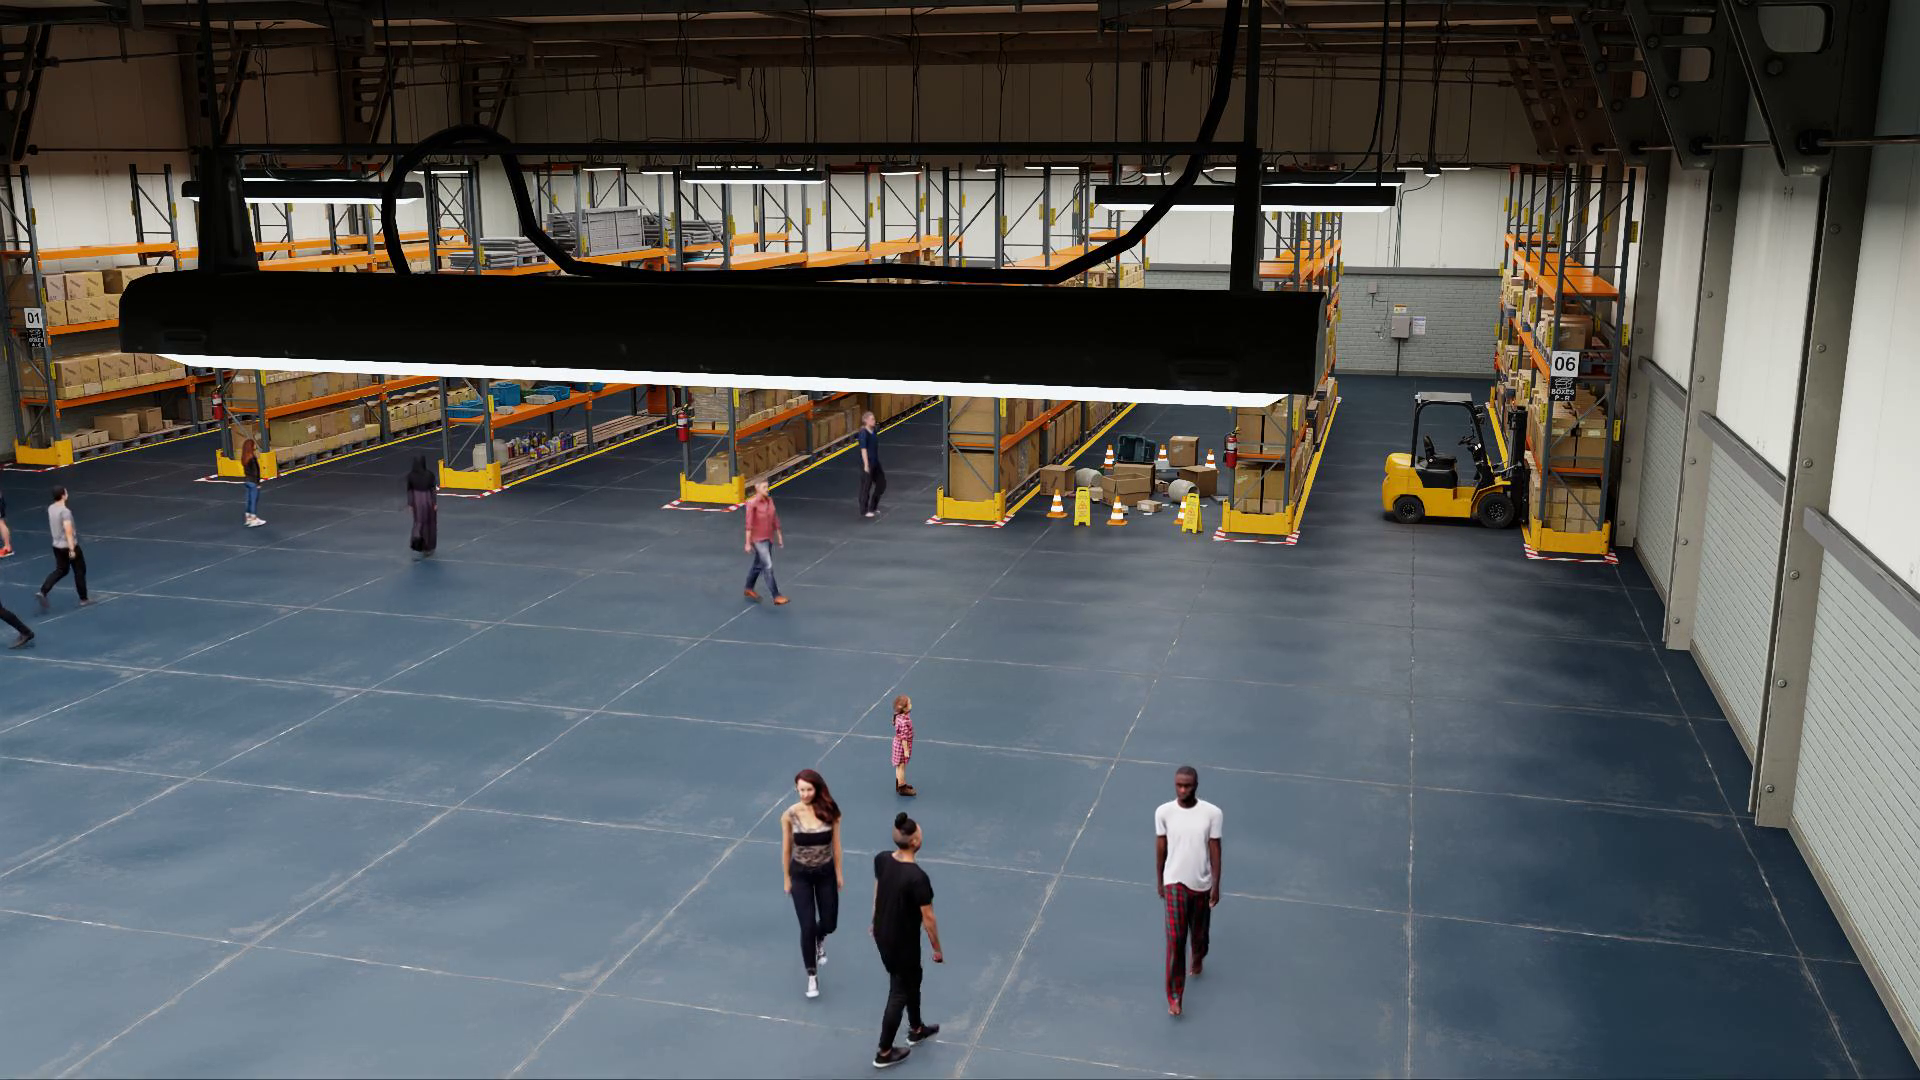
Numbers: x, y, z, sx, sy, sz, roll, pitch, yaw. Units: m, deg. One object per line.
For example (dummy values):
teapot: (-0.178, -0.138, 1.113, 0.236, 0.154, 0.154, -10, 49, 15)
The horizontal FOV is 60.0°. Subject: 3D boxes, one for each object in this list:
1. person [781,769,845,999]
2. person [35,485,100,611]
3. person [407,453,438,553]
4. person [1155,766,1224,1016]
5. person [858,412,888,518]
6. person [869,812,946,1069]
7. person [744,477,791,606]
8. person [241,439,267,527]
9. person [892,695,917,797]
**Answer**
person: (-1.119, 2.540, 12.582, 0.798, 1.755, 0.916, -2, 13, -9)
person: (-12.499, 0.120, 23.088, 0.801, 1.730, 1.101, 7, 15, 29)
person: (-8.528, -0.571, 26.356, 0.805, 1.602, 1.002, -1, 13, -6)
person: (1.726, 2.549, 12.437, 0.713, 1.803, 1.121, 2, 13, 10)
person: (-1.653, -1.319, 29.022, 0.830, 1.856, 0.720, 8, 15, 30)
person: (-0.474, 2.756, 11.444, 1.034, 1.847, 0.963, -10, 16, -35)
person: (-2.848, 0.015, 23.425, 1.058, 1.783, 1.234, 9, 16, 35)
person: (-12.138, -1.001, 28.487, 0.639, 1.477, 0.638, 12, 18, 41)
person: (-0.571, 2.017, 16.462, 0.555, 1.023, 0.469, -3, 13, -11)
